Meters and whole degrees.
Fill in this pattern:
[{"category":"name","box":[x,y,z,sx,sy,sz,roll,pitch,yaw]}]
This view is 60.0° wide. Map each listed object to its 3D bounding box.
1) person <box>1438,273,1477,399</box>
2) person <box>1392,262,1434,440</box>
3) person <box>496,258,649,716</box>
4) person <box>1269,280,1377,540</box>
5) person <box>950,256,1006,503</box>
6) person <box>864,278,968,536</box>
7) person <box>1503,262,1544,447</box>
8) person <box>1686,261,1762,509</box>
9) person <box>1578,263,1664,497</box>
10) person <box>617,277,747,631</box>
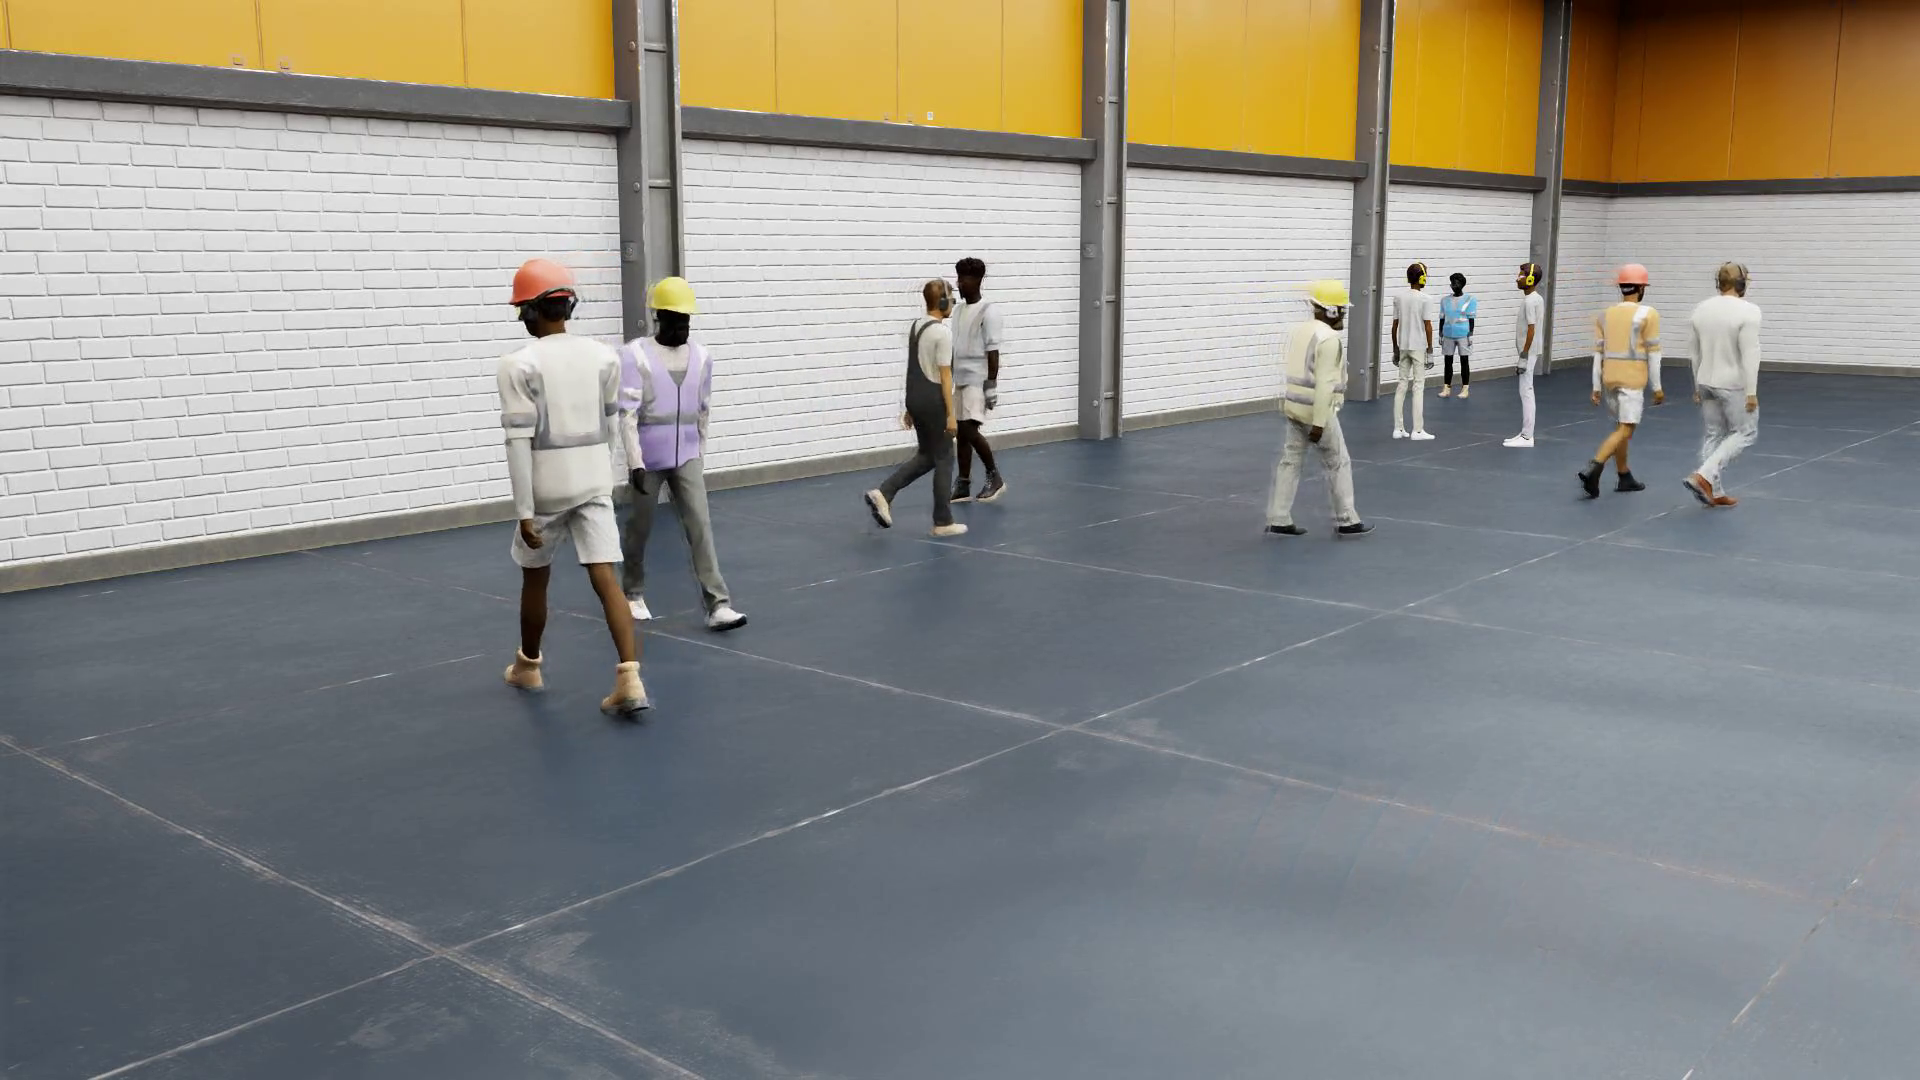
[{"category":"person","box":[6.710,-2.757,22.477,0.533,1.693,0.320,8,13,39]},{"category":"person","box":[4.802,-1.993,17.613,0.329,1.873,0.516,-8,13,-39]},{"category":"person","box":[-1.718,-0.229,7.283,0.604,1.993,1.080,-8,13,-37]},{"category":"person","box":[2.553,-0.891,11.549,0.829,1.795,0.616,-3,10,-16]},{"category":"person","box":[0.056,-1.255,13.151,0.459,1.959,0.626,-5,11,-28]},{"category":"person","box":[-0.275,-0.911,11.604,0.636,1.821,0.548,-5,11,-28]},{"category":"person","box":[5.764,-1.880,16.973,0.328,1.872,0.514,4,11,22]},{"category":"person","box":[5.851,-1.170,12.757,0.496,1.925,0.658,-4,11,-20]},{"category":"person","box":[5.373,-1.298,13.573,0.879,1.909,0.549,-5,11,-28]},{"category":"person","box":[-1.543,-0.449,8.830,0.606,1.871,1.009,-8,13,-37]}]
